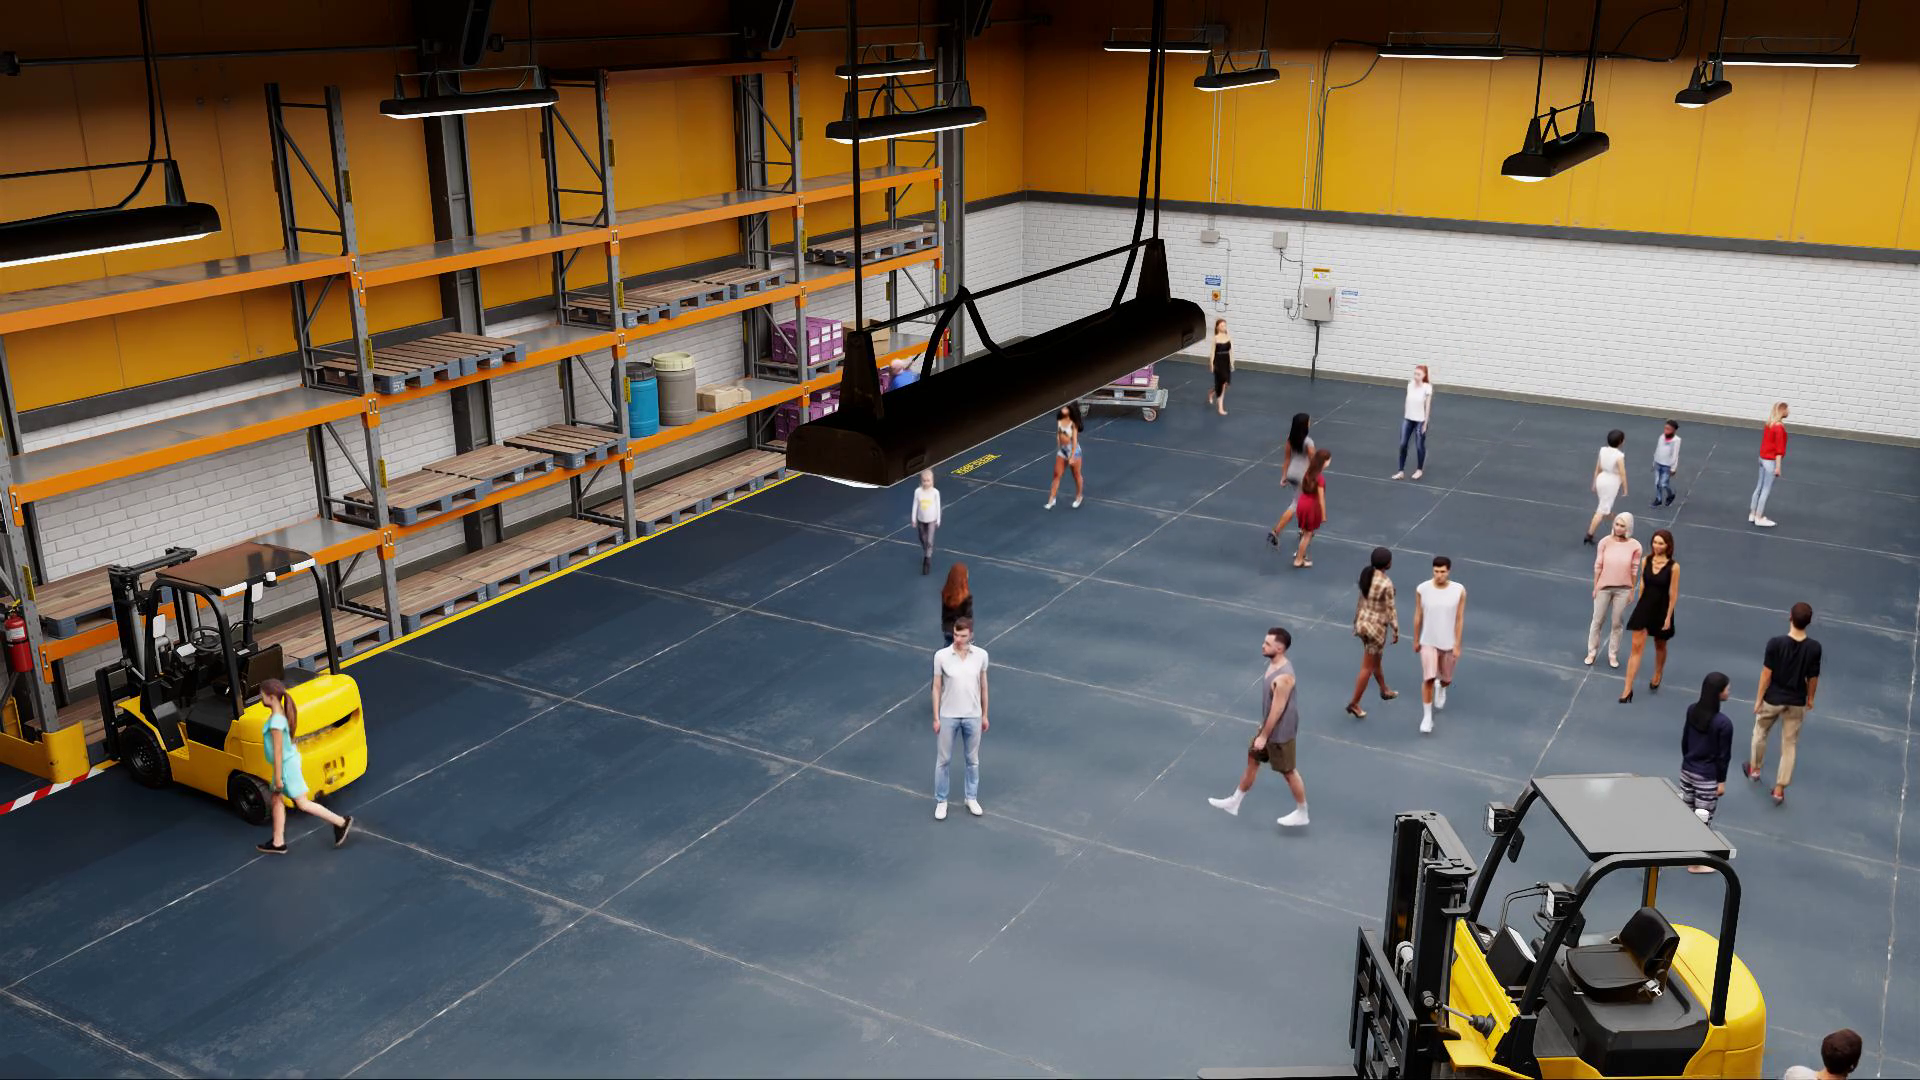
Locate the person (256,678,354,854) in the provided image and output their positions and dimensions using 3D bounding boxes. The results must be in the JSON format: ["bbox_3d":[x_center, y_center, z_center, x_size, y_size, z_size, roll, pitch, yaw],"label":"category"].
[{"bbox_3d":[-5.551,1.904,13.915,1.055,1.525,1.049,-4,19,-12],"label":"person"}]

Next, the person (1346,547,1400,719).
[{"bbox_3d":[4.001,0.947,16.383,1.054,1.765,0.909,-10,21,-26],"label":"person"}]

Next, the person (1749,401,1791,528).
[{"bbox_3d":[10.892,-1.040,22.380,0.753,1.702,0.619,0,19,1],"label":"person"}]

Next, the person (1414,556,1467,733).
[{"bbox_3d":[4.716,0.972,16.320,0.785,1.757,1.108,6,19,17],"label":"person"}]

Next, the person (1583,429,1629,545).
[{"bbox_3d":[8.327,-0.645,21.508,1.085,1.510,0.922,-9,21,-25],"label":"person"}]

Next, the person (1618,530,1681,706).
[{"bbox_3d":[7.087,0.781,16.850,1.204,1.781,0.802,-18,25,-42],"label":"person"}]

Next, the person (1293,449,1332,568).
[{"bbox_3d":[4.293,-0.377,20.680,0.780,1.530,0.720,-7,20,-20],"label":"person"}]

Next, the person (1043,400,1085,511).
[{"bbox_3d":[1.564,-1.188,22.991,0.964,1.593,0.722,-17,25,-42],"label":"person"}]

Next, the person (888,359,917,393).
[{"bbox_3d":[-0.799,-1.812,24.499,0.665,1.813,0.937,-10,21,-27],"label":"person"}]

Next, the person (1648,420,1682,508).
[{"bbox_3d":[9.865,-1.065,23.164,0.683,1.249,0.613,-9,21,-25],"label":"person"}]

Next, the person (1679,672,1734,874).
[{"bbox_3d":[6.076,1.895,13.619,0.708,1.732,0.674,-7,20,-20],"label":"person"}]

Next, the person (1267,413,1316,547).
[{"bbox_3d":[4.292,-0.735,21.406,1.156,1.746,0.935,-11,21,-29],"label":"person"}]

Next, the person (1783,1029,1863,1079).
[{"bbox_3d":[4.470,3.435,8.854,0.783,1.854,0.781,-10,21,-27],"label":"person"}]

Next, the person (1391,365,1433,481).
[{"bbox_3d":[6.748,-1.729,24.405,0.722,1.715,0.928,17,25,41],"label":"person"}]

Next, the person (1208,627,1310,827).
[{"bbox_3d":[2.800,1.624,14.160,1.047,1.803,1.128,0,19,1],"label":"person"}]

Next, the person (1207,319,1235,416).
[{"bbox_3d":[4.403,-2.964,28.253,0.988,1.600,0.955,-9,20,-24],"label":"person"}]

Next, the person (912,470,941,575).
[{"bbox_3d":[-0.413,-0.267,20.774,0.708,1.263,0.968,3,19,8],"label":"person"}]

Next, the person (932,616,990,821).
[{"bbox_3d":[0.001,1.524,14.529,0.733,1.853,0.768,-3,19,-8],"label":"person"}]

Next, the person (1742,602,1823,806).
[{"bbox_3d":[7.312,1.475,14.710,0.810,1.832,0.997,5,19,14],"label":"person"}]

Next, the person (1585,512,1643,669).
[{"bbox_3d":[6.983,0.508,17.749,0.624,1.724,0.555,7,20,21],"label":"person"}]

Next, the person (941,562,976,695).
[{"bbox_3d":[-0.061,0.952,16.854,0.607,1.453,0.952,12,22,32],"label":"person"}]
